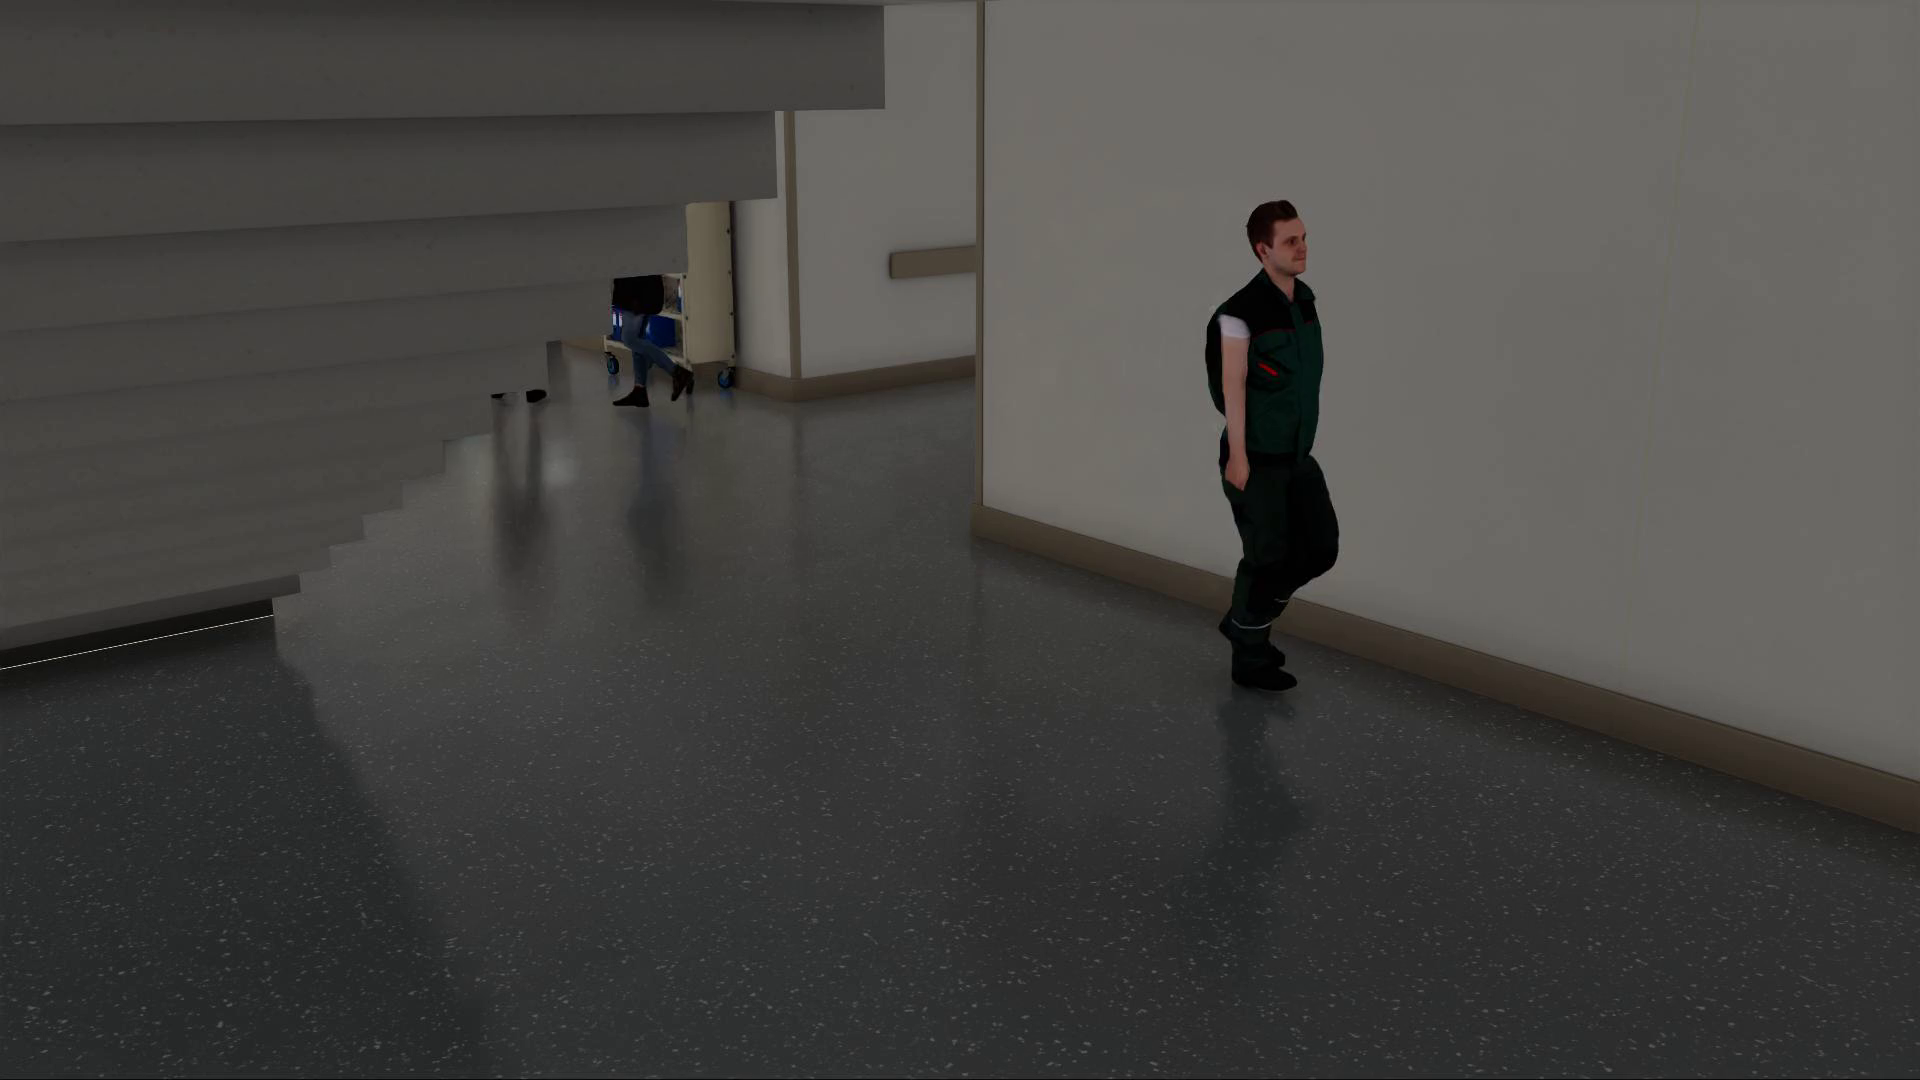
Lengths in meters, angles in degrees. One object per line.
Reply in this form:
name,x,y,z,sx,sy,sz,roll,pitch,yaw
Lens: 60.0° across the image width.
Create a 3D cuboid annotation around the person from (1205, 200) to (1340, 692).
person,1.102,-0.340,6.201,0.685,1.832,0.672,15,22,43
